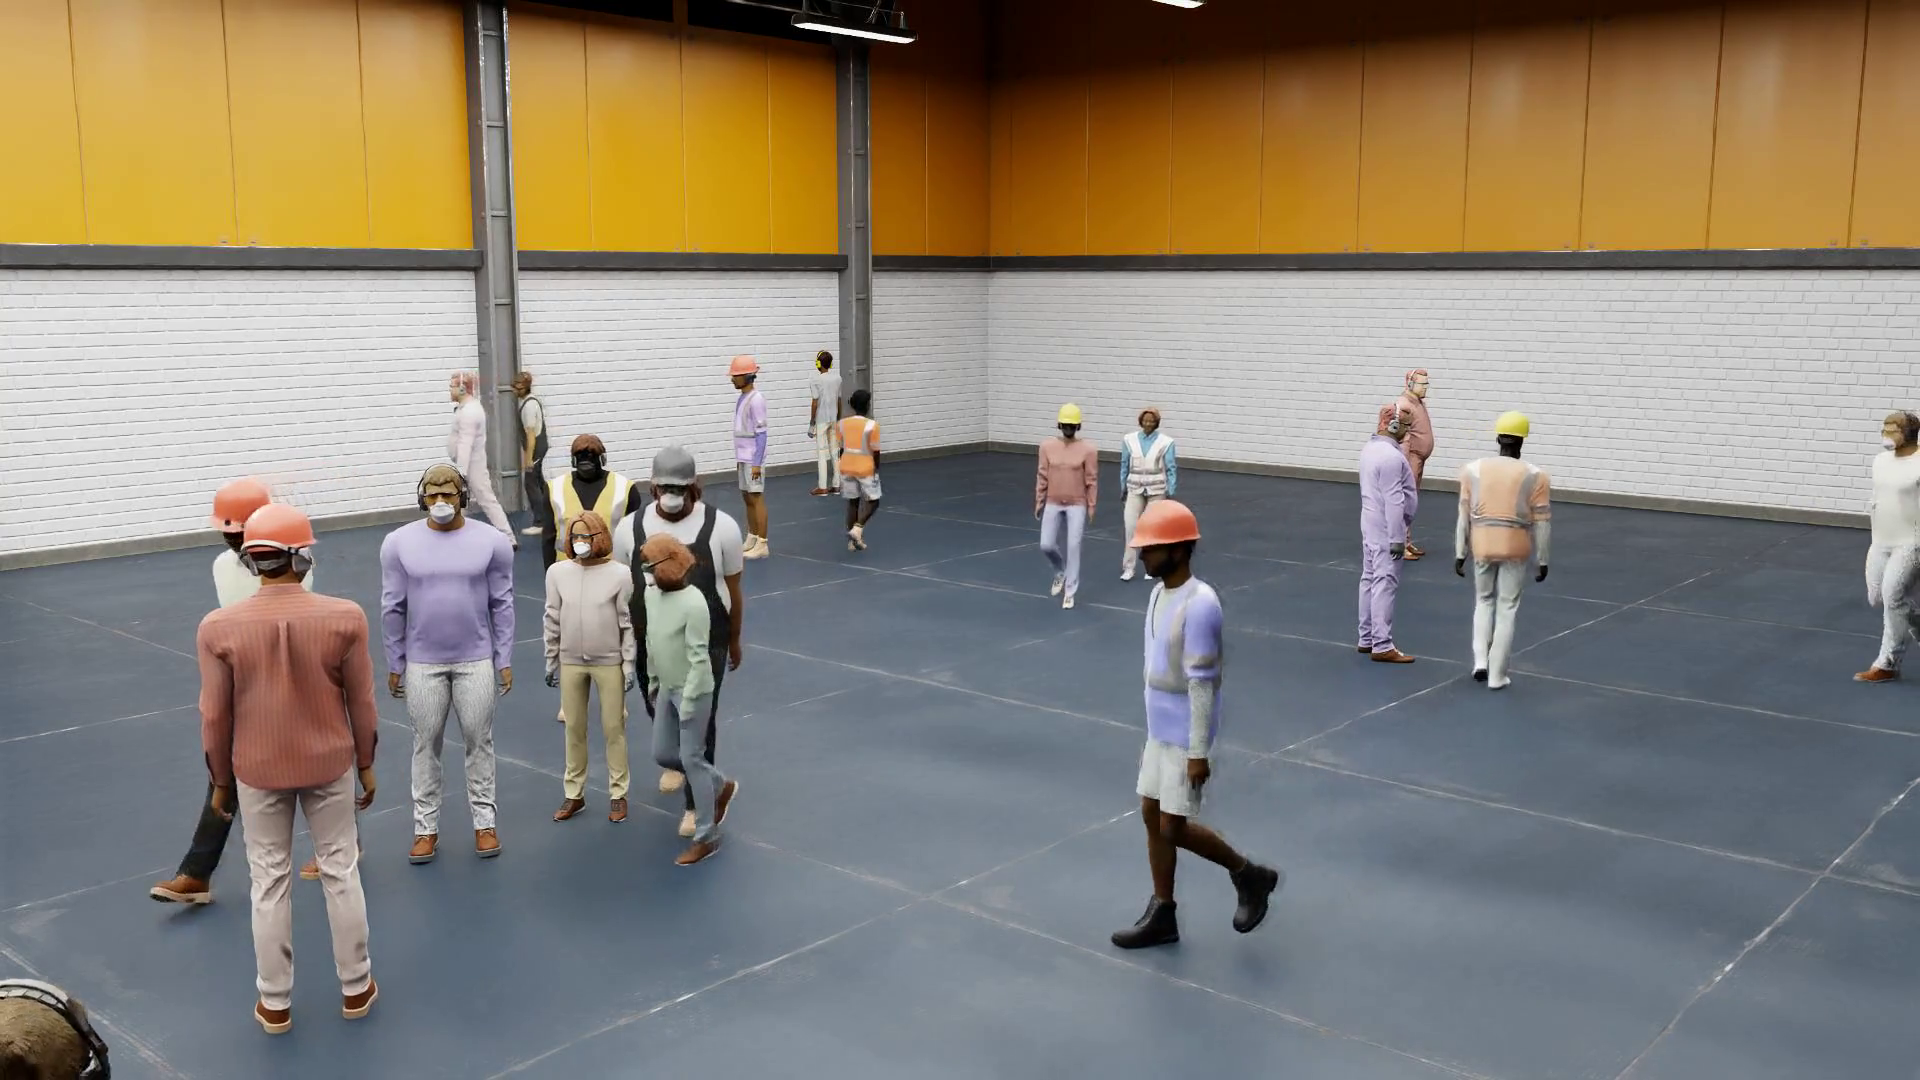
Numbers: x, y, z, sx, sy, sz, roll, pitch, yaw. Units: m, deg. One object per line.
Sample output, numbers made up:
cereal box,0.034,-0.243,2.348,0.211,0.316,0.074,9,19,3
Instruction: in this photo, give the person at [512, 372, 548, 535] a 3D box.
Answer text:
person,-4.581,-0.947,18.172,0.621,1.801,0.589,-3,9,-16

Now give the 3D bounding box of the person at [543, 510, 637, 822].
person,-1.913,0.653,8.632,0.500,1.633,0.285,1,9,5

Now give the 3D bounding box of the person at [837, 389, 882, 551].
person,-1.046,-0.692,16.925,0.539,1.687,0.443,5,10,29

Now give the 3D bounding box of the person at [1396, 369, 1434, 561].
person,4.528,-0.758,16.647,0.402,1.904,0.652,4,10,26

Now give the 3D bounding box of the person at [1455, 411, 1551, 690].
person,3.728,0.074,11.406,0.610,1.906,0.498,5,11,31

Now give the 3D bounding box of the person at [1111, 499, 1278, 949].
person,0.976,0.780,6.939,0.602,1.919,0.570,-3,9,-16

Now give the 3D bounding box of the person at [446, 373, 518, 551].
person,-4.986,-0.755,16.782,1.023,1.855,0.664,-3,9,-17

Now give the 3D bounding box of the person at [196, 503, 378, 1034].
person,-2.509,0.853,6.257,0.612,1.991,0.392,-4,10,-22

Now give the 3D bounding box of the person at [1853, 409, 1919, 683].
person,6.625,0.044,11.591,0.722,1.917,0.630,-2,9,-12

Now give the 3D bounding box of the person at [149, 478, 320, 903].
person,-3.180,0.678,7.535,0.602,1.923,0.990,4,10,22

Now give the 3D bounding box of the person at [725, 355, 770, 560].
person,-2.134,-0.825,16.637,0.392,2.039,0.614,-4,10,-23

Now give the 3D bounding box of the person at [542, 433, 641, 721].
person,-2.337,0.238,10.591,0.624,1.844,0.430,-1,9,-7

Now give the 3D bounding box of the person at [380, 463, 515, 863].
person,-2.469,0.591,8.070,0.630,1.940,0.372,-3,9,-16

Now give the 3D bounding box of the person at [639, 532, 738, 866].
person,-1.318,0.739,8.136,0.536,1.608,0.540,-8,12,-41

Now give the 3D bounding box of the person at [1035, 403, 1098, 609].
person,0.918,-0.302,14.221,0.550,1.752,0.441,3,9,16

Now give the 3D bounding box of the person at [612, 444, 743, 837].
person,-1.478,0.431,8.753,0.684,2.000,1.000,0,9,1

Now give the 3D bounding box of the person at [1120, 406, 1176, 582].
person,1.711,-0.412,15.313,0.546,1.619,0.603,3,9,17

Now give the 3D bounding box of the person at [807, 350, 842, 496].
person,-1.743,-1.506,21.449,0.513,1.872,0.328,-8,12,-42

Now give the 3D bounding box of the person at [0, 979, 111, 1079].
person,-1.260,1.540,2.328,0.656,1.879,1.036,-2,9,-15

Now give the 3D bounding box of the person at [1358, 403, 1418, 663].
person,3.156,-0.057,12.258,0.409,1.903,0.638,-1,9,-3
